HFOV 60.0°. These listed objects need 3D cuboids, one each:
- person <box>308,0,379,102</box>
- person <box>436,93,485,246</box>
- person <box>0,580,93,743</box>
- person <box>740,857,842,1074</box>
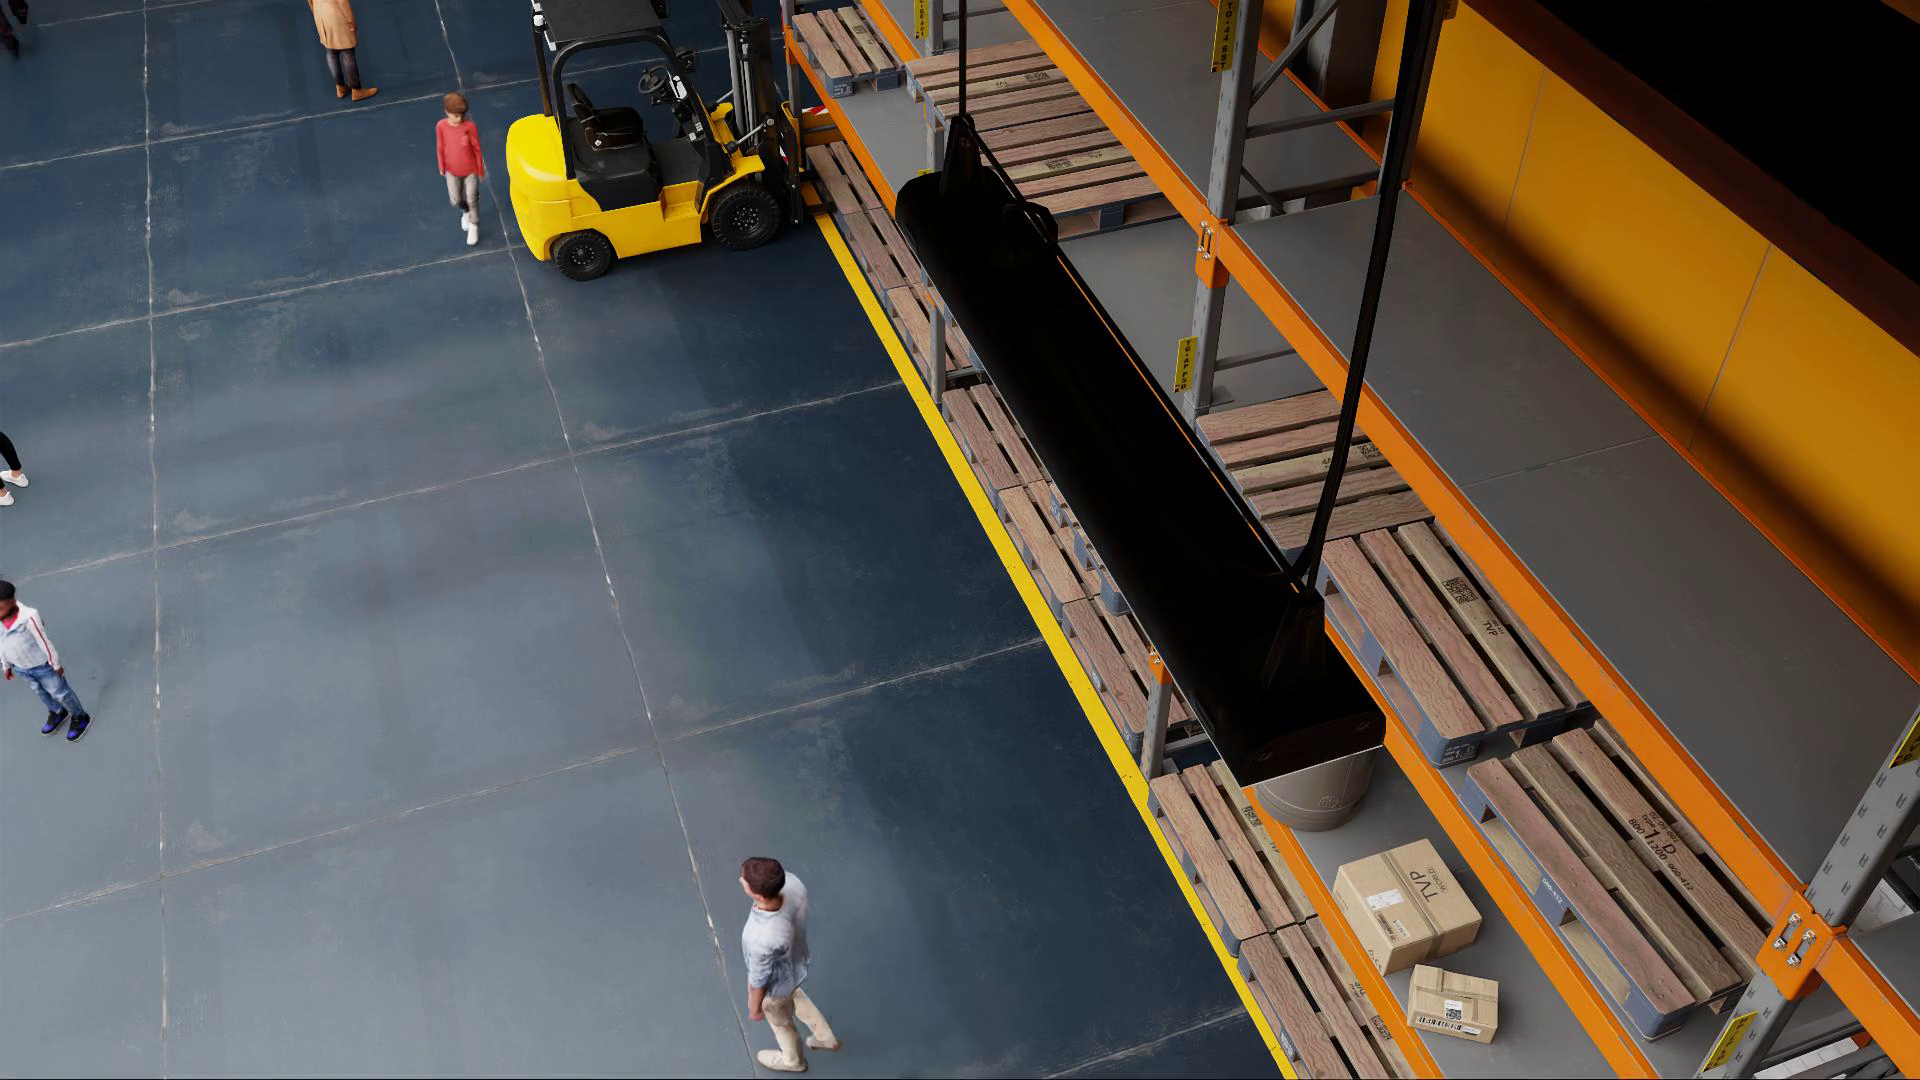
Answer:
[{"bbox_3d":[-6.094,-5.092,16.110,0.757,1.727,0.819,19,47,18],"label":"person"},{"bbox_3d":[-4.303,-3.264,14.426,0.650,1.404,0.710,2,44,2],"label":"person"},{"bbox_3d":[-5.770,0.706,10.364,0.591,1.259,0.641,9,44,9],"label":"person"},{"bbox_3d":[-0.826,2.190,8.384,0.891,1.841,0.823,12,45,12],"label":"person"}]
